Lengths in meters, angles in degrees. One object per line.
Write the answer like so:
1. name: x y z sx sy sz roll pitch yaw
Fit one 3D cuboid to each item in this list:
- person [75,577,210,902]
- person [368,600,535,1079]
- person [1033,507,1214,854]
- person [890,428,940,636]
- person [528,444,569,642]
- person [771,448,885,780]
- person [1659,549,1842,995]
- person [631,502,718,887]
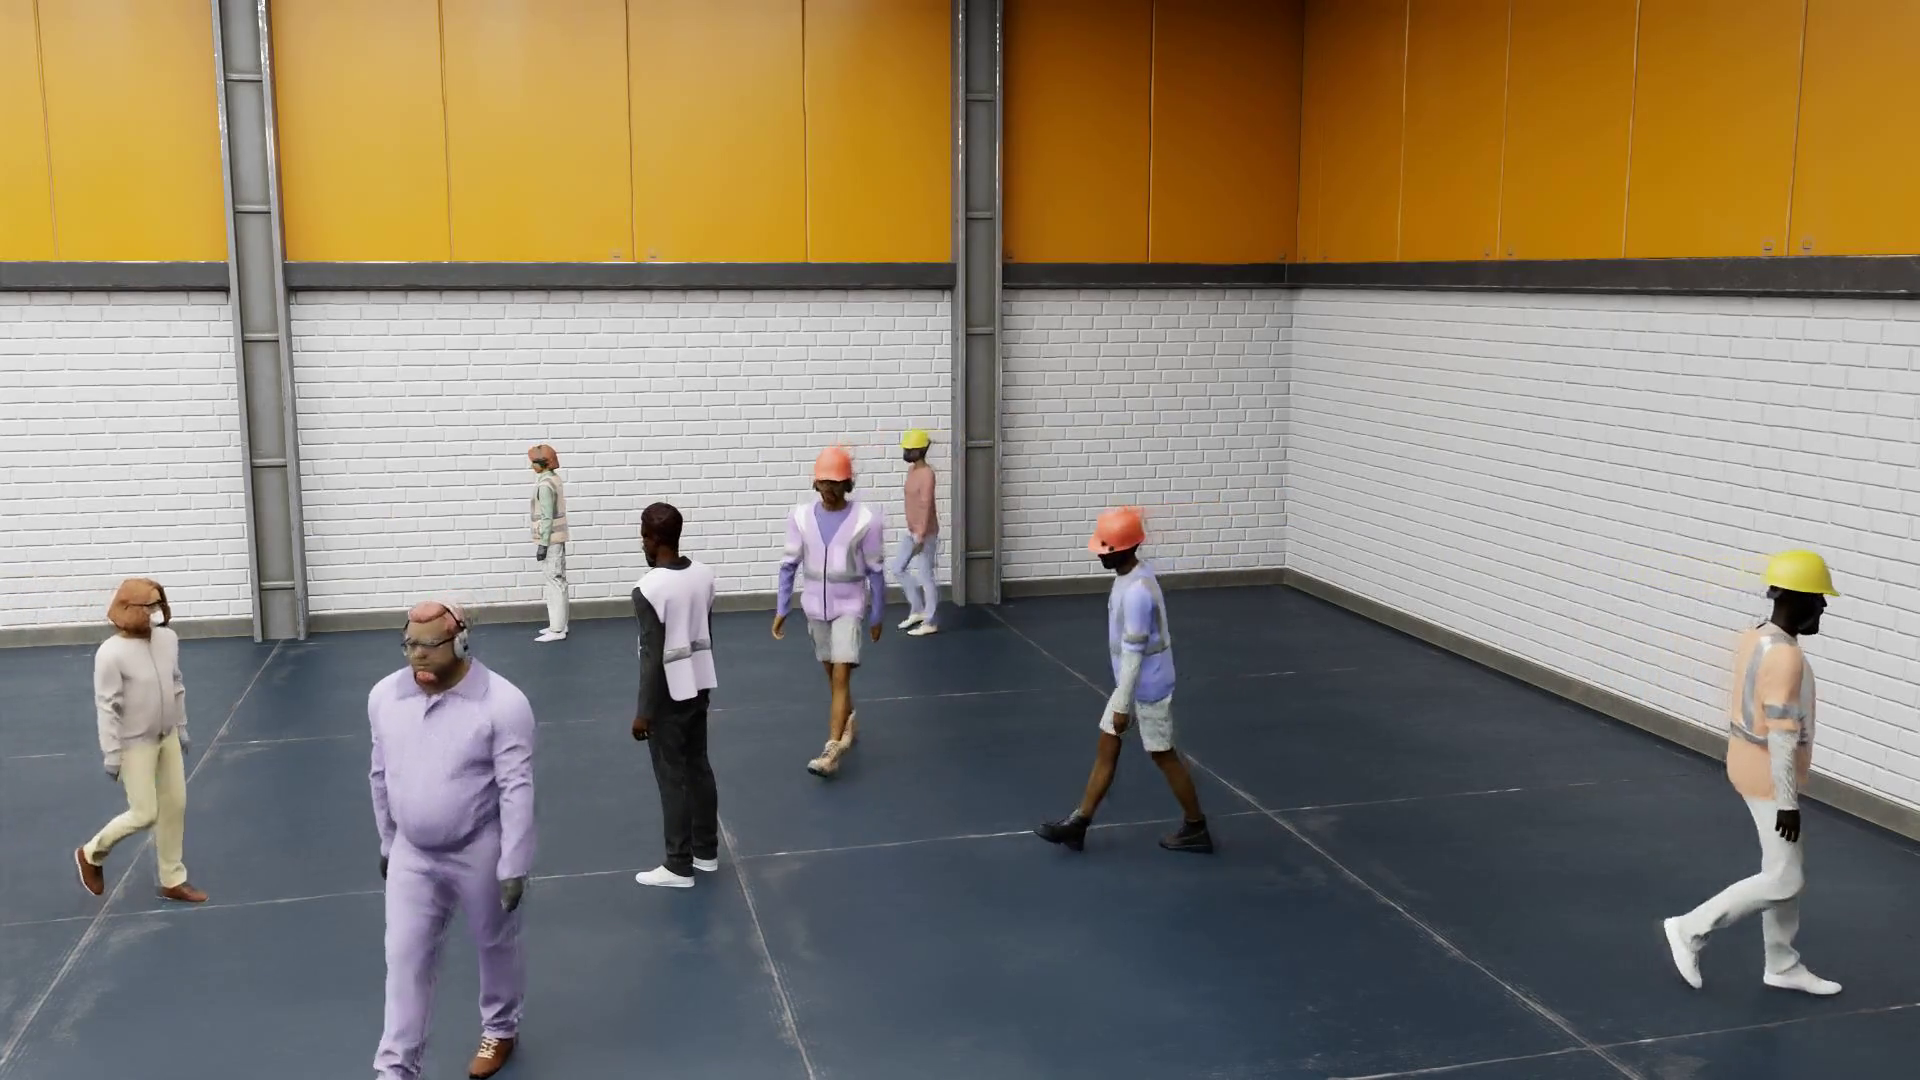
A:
1. person: -3.939 0.966 7.939 0.519 1.620 0.506 2 9 13
2. person: -1.876 1.152 5.988 0.678 1.859 0.951 1 9 8
3. person: 0.876 0.737 8.591 0.975 1.860 0.616 -1 9 -4
4. person: -0.380 -0.061 13.902 0.430 1.750 0.557 -3 10 -20
5. person: -3.393 0.022 13.755 0.310 1.640 0.514 -1 9 -4
6. person: -0.791 0.424 10.200 0.623 1.983 1.075 3 9 16
7. person: 3.352 0.982 6.909 0.677 1.910 0.636 4 10 21
8. person: -1.403 0.766 8.252 0.370 1.915 0.597 4 10 23
